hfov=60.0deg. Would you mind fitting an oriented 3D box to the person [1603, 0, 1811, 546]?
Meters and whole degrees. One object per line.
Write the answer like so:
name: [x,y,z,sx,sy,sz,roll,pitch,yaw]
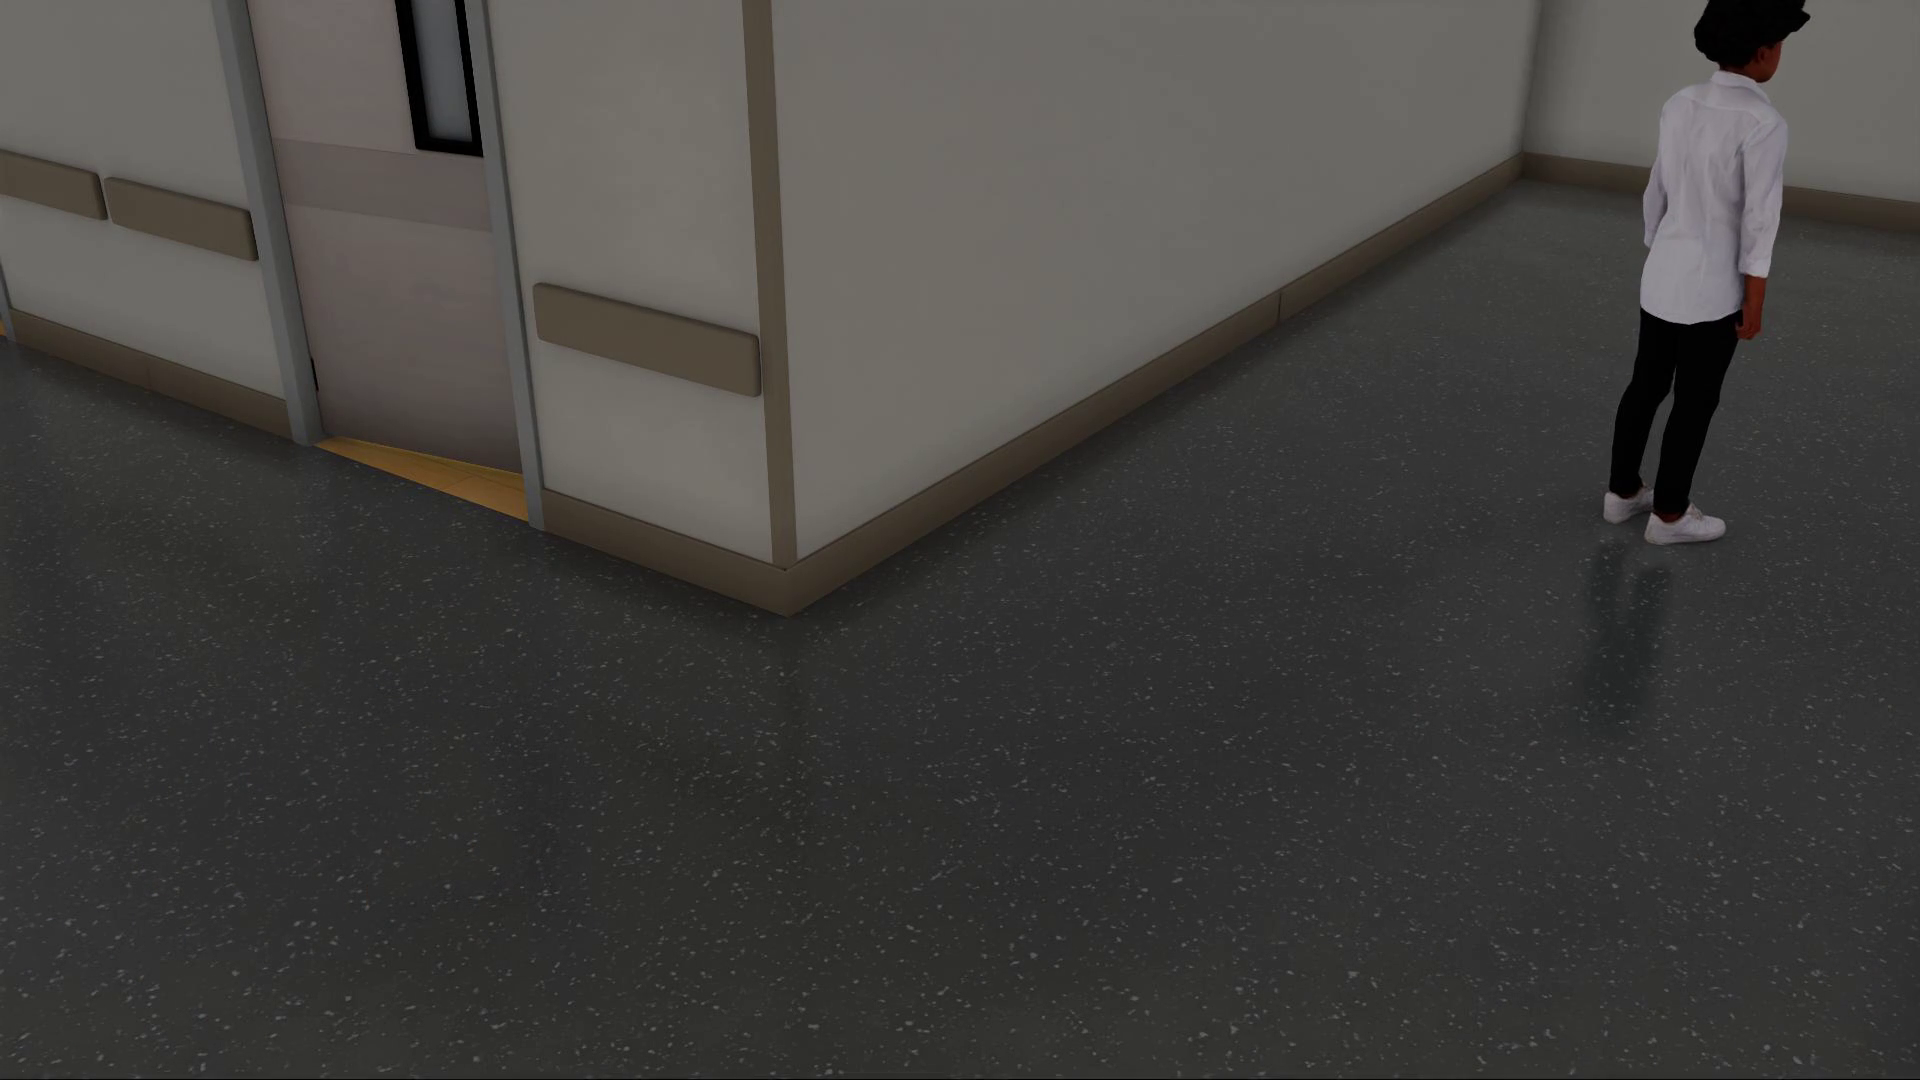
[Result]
person: [2.394,-0.872,5.394,0.726,1.807,0.716,-10,28,-20]
